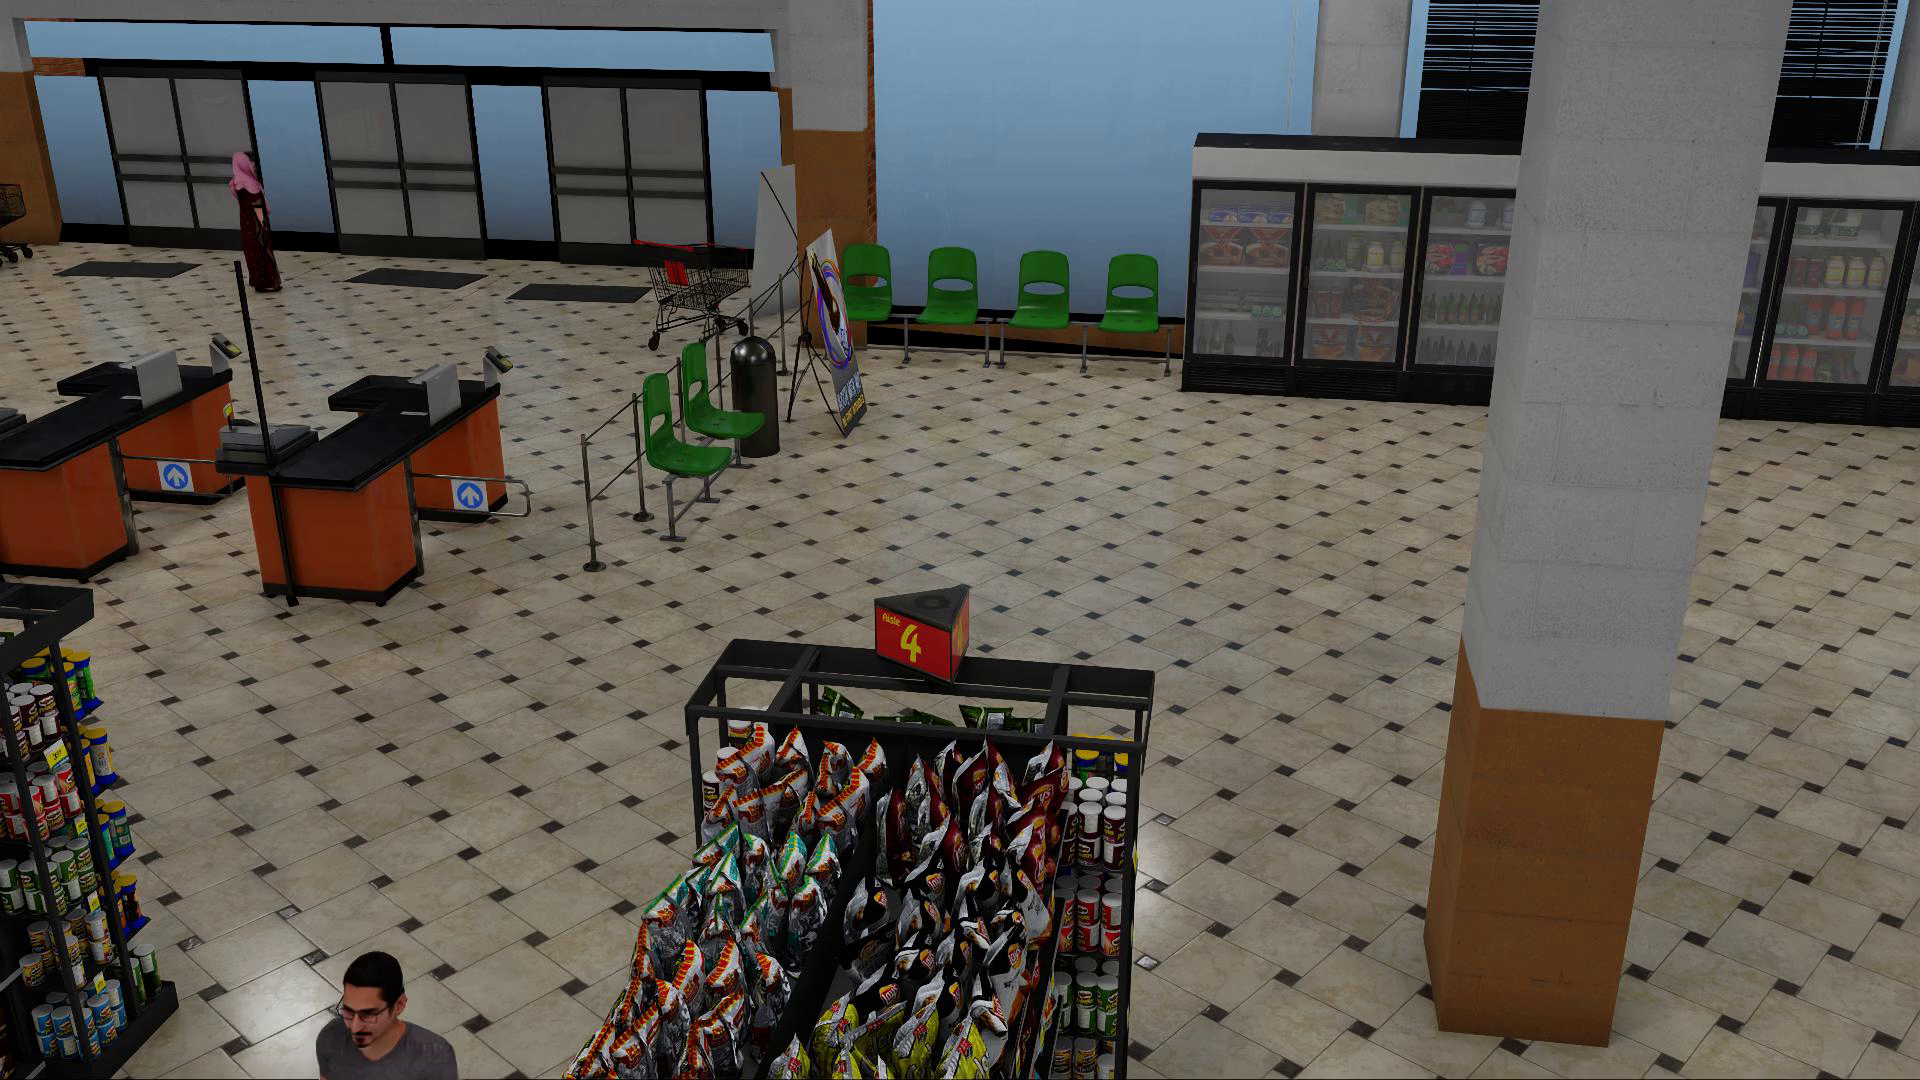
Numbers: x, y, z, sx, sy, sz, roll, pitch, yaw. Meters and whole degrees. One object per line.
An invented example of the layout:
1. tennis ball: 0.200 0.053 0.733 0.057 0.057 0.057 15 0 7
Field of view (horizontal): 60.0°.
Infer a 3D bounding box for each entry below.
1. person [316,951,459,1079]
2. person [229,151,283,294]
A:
1. person: -1.699 1.958 5.126 0.615 1.746 0.666 4 22 11
2. person: -8.233 -3.714 19.389 0.810 1.637 0.766 -17 28 -37
